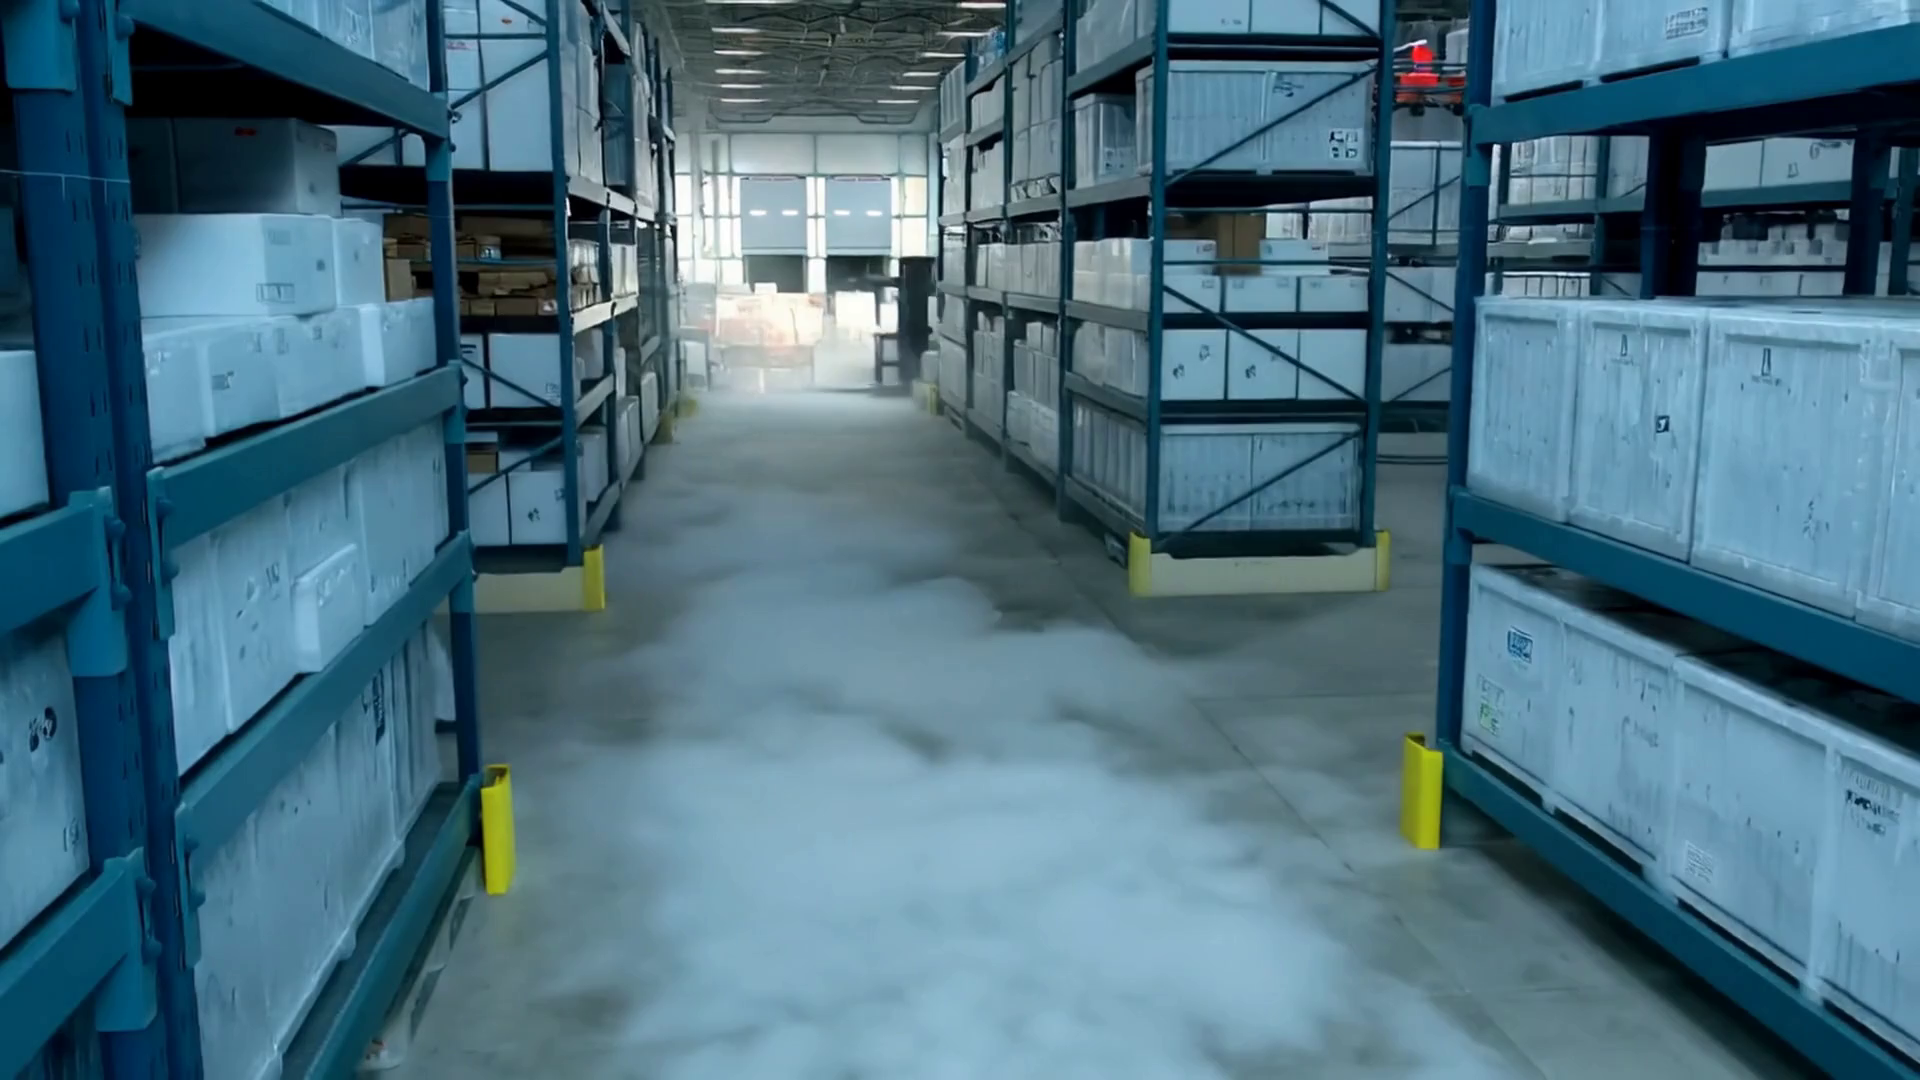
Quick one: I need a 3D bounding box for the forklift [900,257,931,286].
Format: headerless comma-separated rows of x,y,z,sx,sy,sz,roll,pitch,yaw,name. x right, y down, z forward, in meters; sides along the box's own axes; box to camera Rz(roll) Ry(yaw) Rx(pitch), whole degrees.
-1.335,-7.260,50.832,1.129,2.768,1.873,-2,10,-10,forklift

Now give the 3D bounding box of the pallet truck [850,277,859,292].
-3.782,-9.391,65.808,1.885,1.965,0.823,2,10,10,pallet truck

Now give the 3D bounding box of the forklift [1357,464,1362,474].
4.209,-2.192,21.328,1.873,2.768,1.129,3,10,19,forklift

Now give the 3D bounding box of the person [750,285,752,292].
-8.445,-9.414,66.821,0.397,1.681,0.555,6,11,31,person

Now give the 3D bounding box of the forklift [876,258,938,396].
-0.841,-4.373,34.025,1.873,2.768,1.129,-1,10,-8,forklift

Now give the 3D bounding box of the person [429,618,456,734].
-3.376,0.329,9.804,0.888,1.781,0.670,-5,11,-27,person
